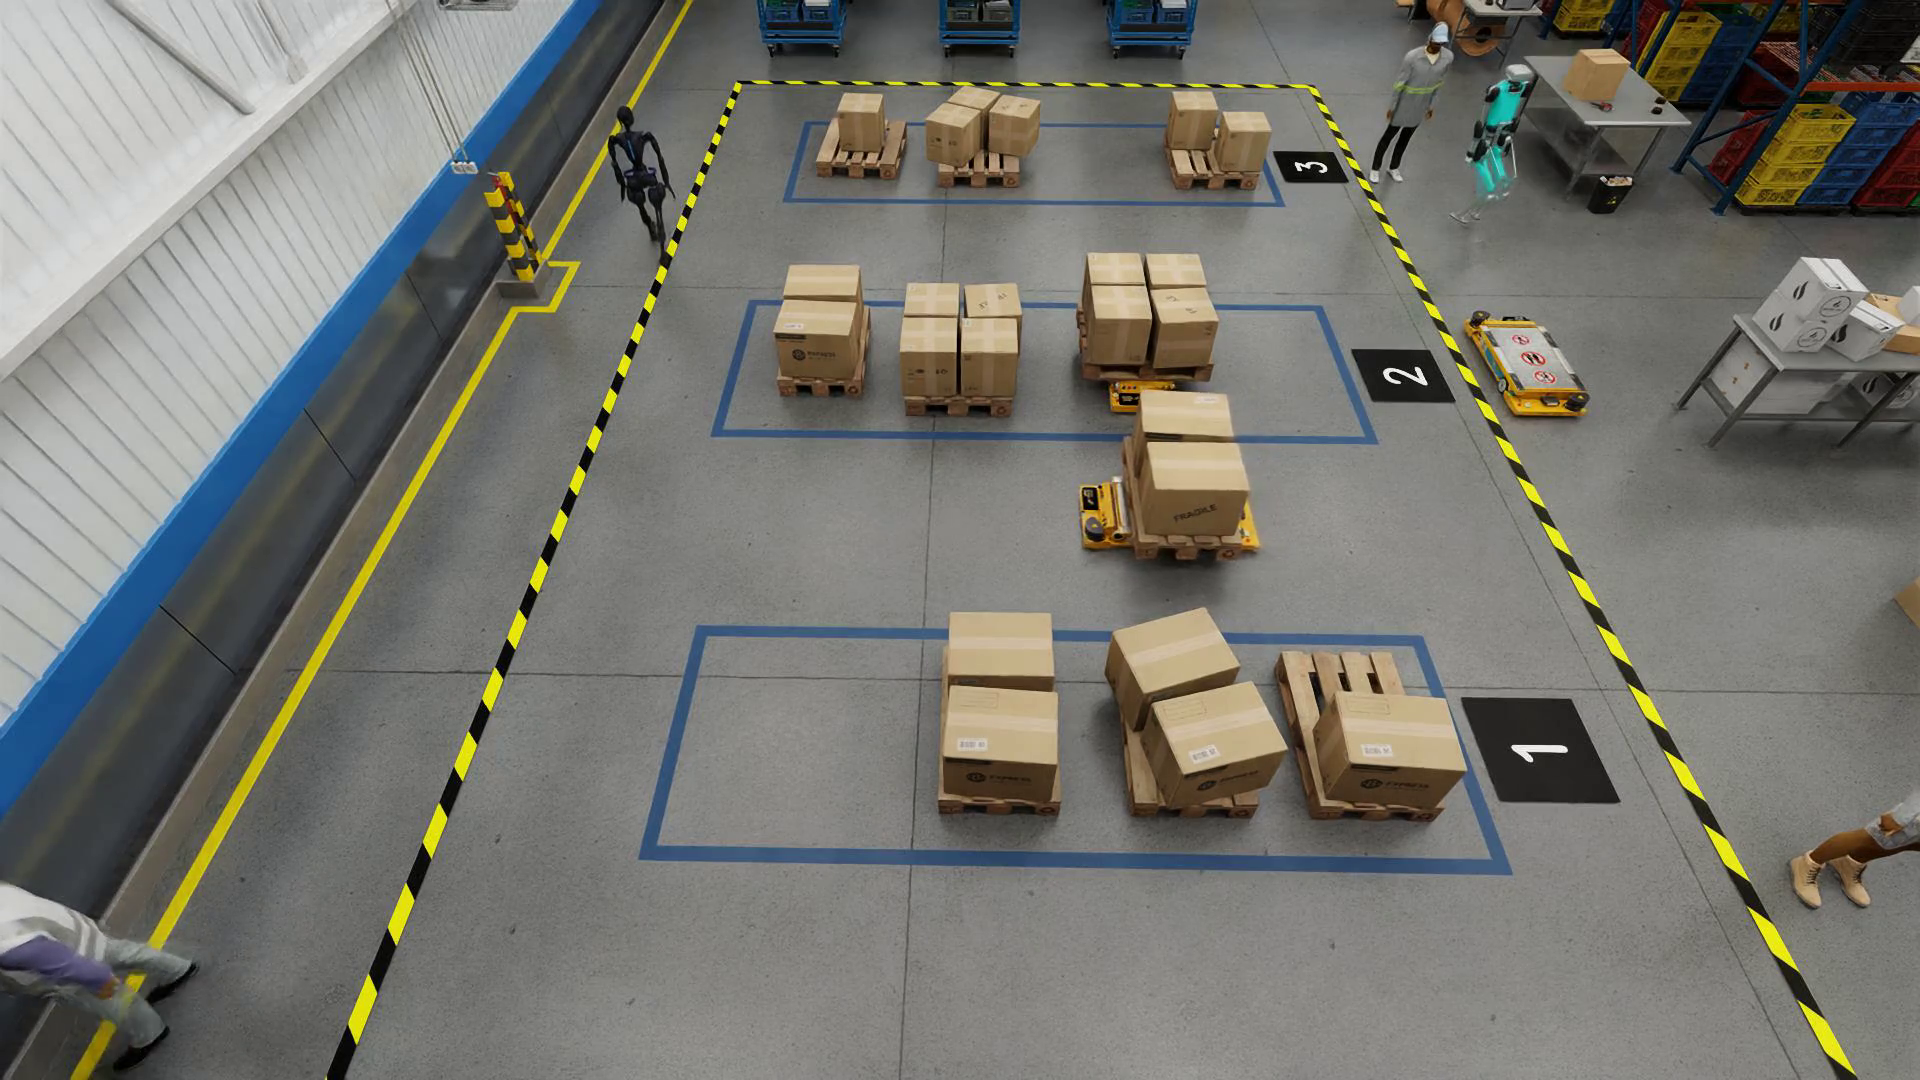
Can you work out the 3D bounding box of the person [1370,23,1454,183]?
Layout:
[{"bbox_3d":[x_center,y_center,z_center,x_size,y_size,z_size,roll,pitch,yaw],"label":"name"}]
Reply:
[{"bbox_3d":[5.435,-5.214,11.001,0.589,1.850,0.395,-2,49,-2],"label":"person"}]

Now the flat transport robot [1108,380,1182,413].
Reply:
[{"bbox_3d":[1.773,-1.807,9.079,0.652,0.197,1.431,1,49,1],"label":"flat transport robot"}]

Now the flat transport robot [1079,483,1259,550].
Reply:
[{"bbox_3d":[1.745,-0.233,7.716,1.431,0.197,0.652,1,49,1],"label":"flat transport robot"}]

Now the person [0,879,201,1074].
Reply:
[{"bbox_3d":[-4.597,2.138,4.658,0.602,1.831,0.423,28,55,22],"label":"person"}]

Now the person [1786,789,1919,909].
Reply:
[{"bbox_3d":[5.482,1.533,5.036,0.613,2.039,0.389,1,49,0],"label":"person"}]

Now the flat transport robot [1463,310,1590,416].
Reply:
[{"bbox_3d":[5.573,-1.757,9.054,0.659,0.231,1.431,1,49,1],"label":"flat transport robot"}]

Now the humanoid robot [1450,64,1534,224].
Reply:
[{"bbox_3d":[6.017,-4.312,10.205,0.533,1.677,0.735,-12,50,-10],"label":"humanoid robot"}]

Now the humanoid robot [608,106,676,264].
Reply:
[{"bbox_3d":[-3.448,-3.909,10.006,0.589,1.623,0.764,-8,50,-7],"label":"humanoid robot"}]
